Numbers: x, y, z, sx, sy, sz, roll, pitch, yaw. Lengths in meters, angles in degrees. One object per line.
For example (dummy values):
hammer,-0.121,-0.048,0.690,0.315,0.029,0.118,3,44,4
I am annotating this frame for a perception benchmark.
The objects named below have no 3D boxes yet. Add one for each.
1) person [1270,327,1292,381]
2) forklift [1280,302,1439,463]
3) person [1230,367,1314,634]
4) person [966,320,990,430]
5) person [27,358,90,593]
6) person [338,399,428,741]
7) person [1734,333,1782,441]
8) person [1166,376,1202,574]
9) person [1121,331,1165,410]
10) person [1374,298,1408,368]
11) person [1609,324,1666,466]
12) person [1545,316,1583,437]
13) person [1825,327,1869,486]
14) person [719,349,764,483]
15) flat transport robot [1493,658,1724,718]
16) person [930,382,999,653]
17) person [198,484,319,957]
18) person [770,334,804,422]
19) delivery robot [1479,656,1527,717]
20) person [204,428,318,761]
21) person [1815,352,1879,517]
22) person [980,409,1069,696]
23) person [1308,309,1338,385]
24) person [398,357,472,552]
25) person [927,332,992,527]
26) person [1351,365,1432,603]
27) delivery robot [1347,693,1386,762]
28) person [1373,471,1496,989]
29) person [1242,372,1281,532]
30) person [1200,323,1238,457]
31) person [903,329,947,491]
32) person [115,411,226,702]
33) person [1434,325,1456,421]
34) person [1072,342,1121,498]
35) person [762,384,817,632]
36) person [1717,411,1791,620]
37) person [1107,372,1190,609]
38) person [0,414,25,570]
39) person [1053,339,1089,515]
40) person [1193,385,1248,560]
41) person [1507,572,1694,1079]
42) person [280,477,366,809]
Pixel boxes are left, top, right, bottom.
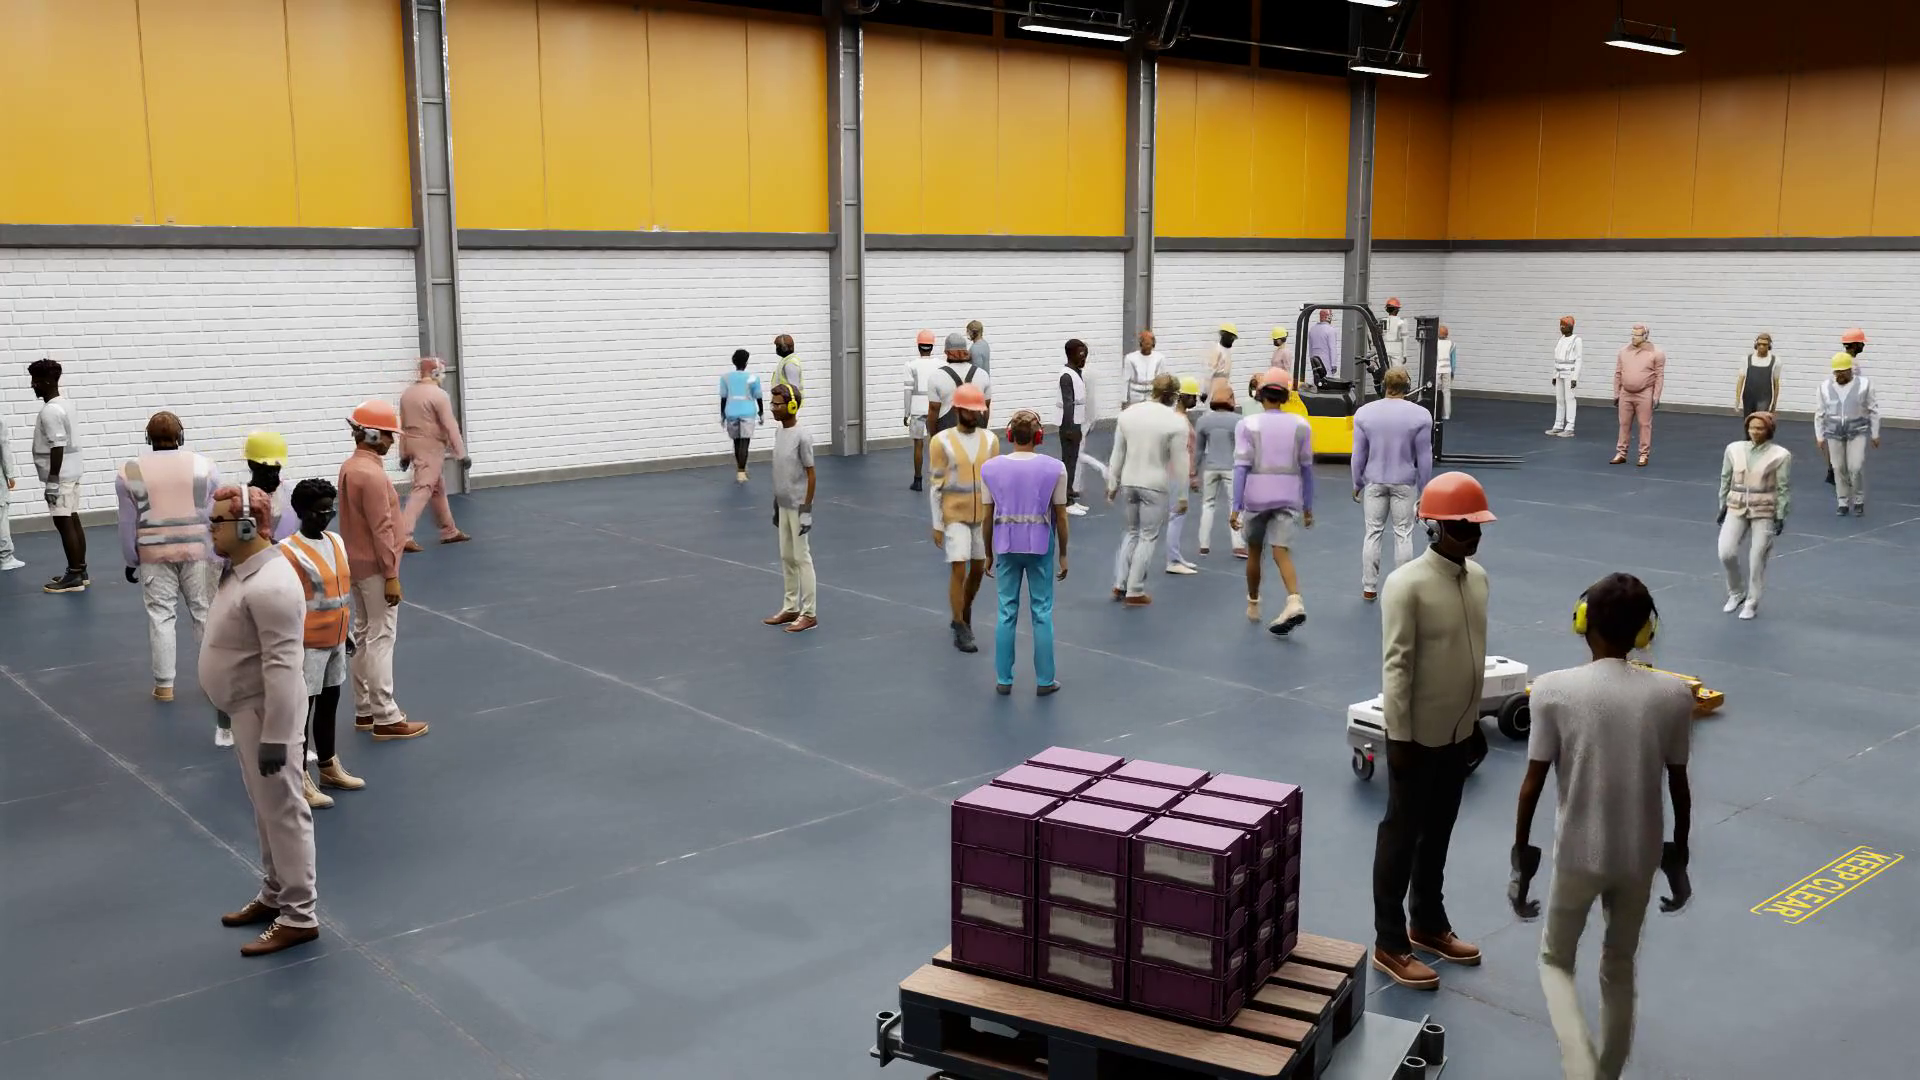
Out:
person,4.783,-2.311,24.942,0.321,1.761,0.522,-2,10,-13
forklift,5.320,-2.157,22.763,2.313,2.155,1.214,3,10,16
person,2.365,-0.297,12.509,0.651,1.997,0.950,-1,10,-4
person,0.234,-2.082,23.079,0.372,1.938,0.630,2,10,10
person,-7.582,-0.544,13.990,0.361,1.963,0.618,-3,10,-16
person,-3.409,0.172,9.738,0.392,1.986,0.610,-7,12,-36
person,10.666,-1.868,22.238,0.512,1.809,0.949,6,11,32
person,1.971,-0.573,14.769,0.328,1.765,0.539,0,10,3
person,2.535,-2.031,23.216,0.601,1.809,1.121,0,10,-2
person,8.016,-3.480,30.961,0.609,2.040,0.395,4,10,22
person,9.098,-1.944,22.368,0.643,1.905,0.399,9,13,43
person,9.467,-2.557,26.004,0.355,1.887,0.573,-3,10,-16
person,10.920,-1.637,20.459,0.348,1.942,0.548,2,10,13
person,-2.726,-1.556,20.843,0.539,1.652,0.807,2,10,10
flat transport robot,3.968,0.960,10.138,1.431,0.197,0.652,-7,12,-36
person,0.048,-0.177,12.009,0.551,1.944,0.573,-5,11,-26
person,-2.861,0.719,6.765,0.402,1.911,0.638,-6,11,-31
person,-2.181,-1.671,20.973,0.429,1.838,0.621,-1,10,-6
delivery robot,2.961,0.836,9.761,0.707,0.478,0.477,-4,10,-21
person,-3.957,0.297,9.382,0.699,1.935,0.610,9,14,44
person,9.567,-1.140,17.982,0.622,1.794,0.490,8,13,40
person,0.410,0.090,10.625,0.567,1.846,0.389,2,10,9
person,6.389,-3.102,29.143,0.409,1.909,0.640,-6,11,-30
person,-5.133,-0.827,15.995,0.667,1.857,0.935,9,13,43
person,-0.044,-1.127,17.186,0.679,2.000,0.537,-3,10,-19
person,3.488,-0.440,13.462,0.637,1.936,0.355,4,10,22
delivery robot,2.423,0.967,8.996,0.707,0.478,0.477,-8,12,-37
person,1.862,0.722,6.488,0.609,1.996,0.383,-8,13,-40
person,3.055,-0.899,17.038,0.283,1.633,0.498,-9,13,-42
person,3.599,-2.105,23.396,0.482,1.876,0.730,5,11,28
person,-0.417,-1.556,19.993,0.553,1.935,0.365,-2,10,-13
person,-4.982,0.103,10.564,0.621,1.845,0.429,-5,11,-26
person,8.242,-2.863,28.522,0.522,1.638,0.310,-1,10,-5
person,1.475,-1.368,19.207,0.696,1.842,0.511,2,10,13
person,-1.270,-0.242,12.501,0.327,1.871,0.514,-7,12,-34
person,6.128,-0.188,12.880,0.375,1.623,0.544,-9,13,-44
person,1.515,-0.392,13.316,0.643,1.894,0.526,8,13,41
person,-8.745,-0.595,14.937,0.492,1.742,0.321,-1,10,-4
person,1.217,-1.239,18.202,0.392,1.917,0.593,2,10,10
person,2.451,-0.628,15.503,0.637,1.622,0.386,6,11,30
person,2.010,1.024,5.183,0.580,1.836,0.561,1,10,8
person,-3.311,0.518,8.571,0.320,1.692,0.531,2,10,13
